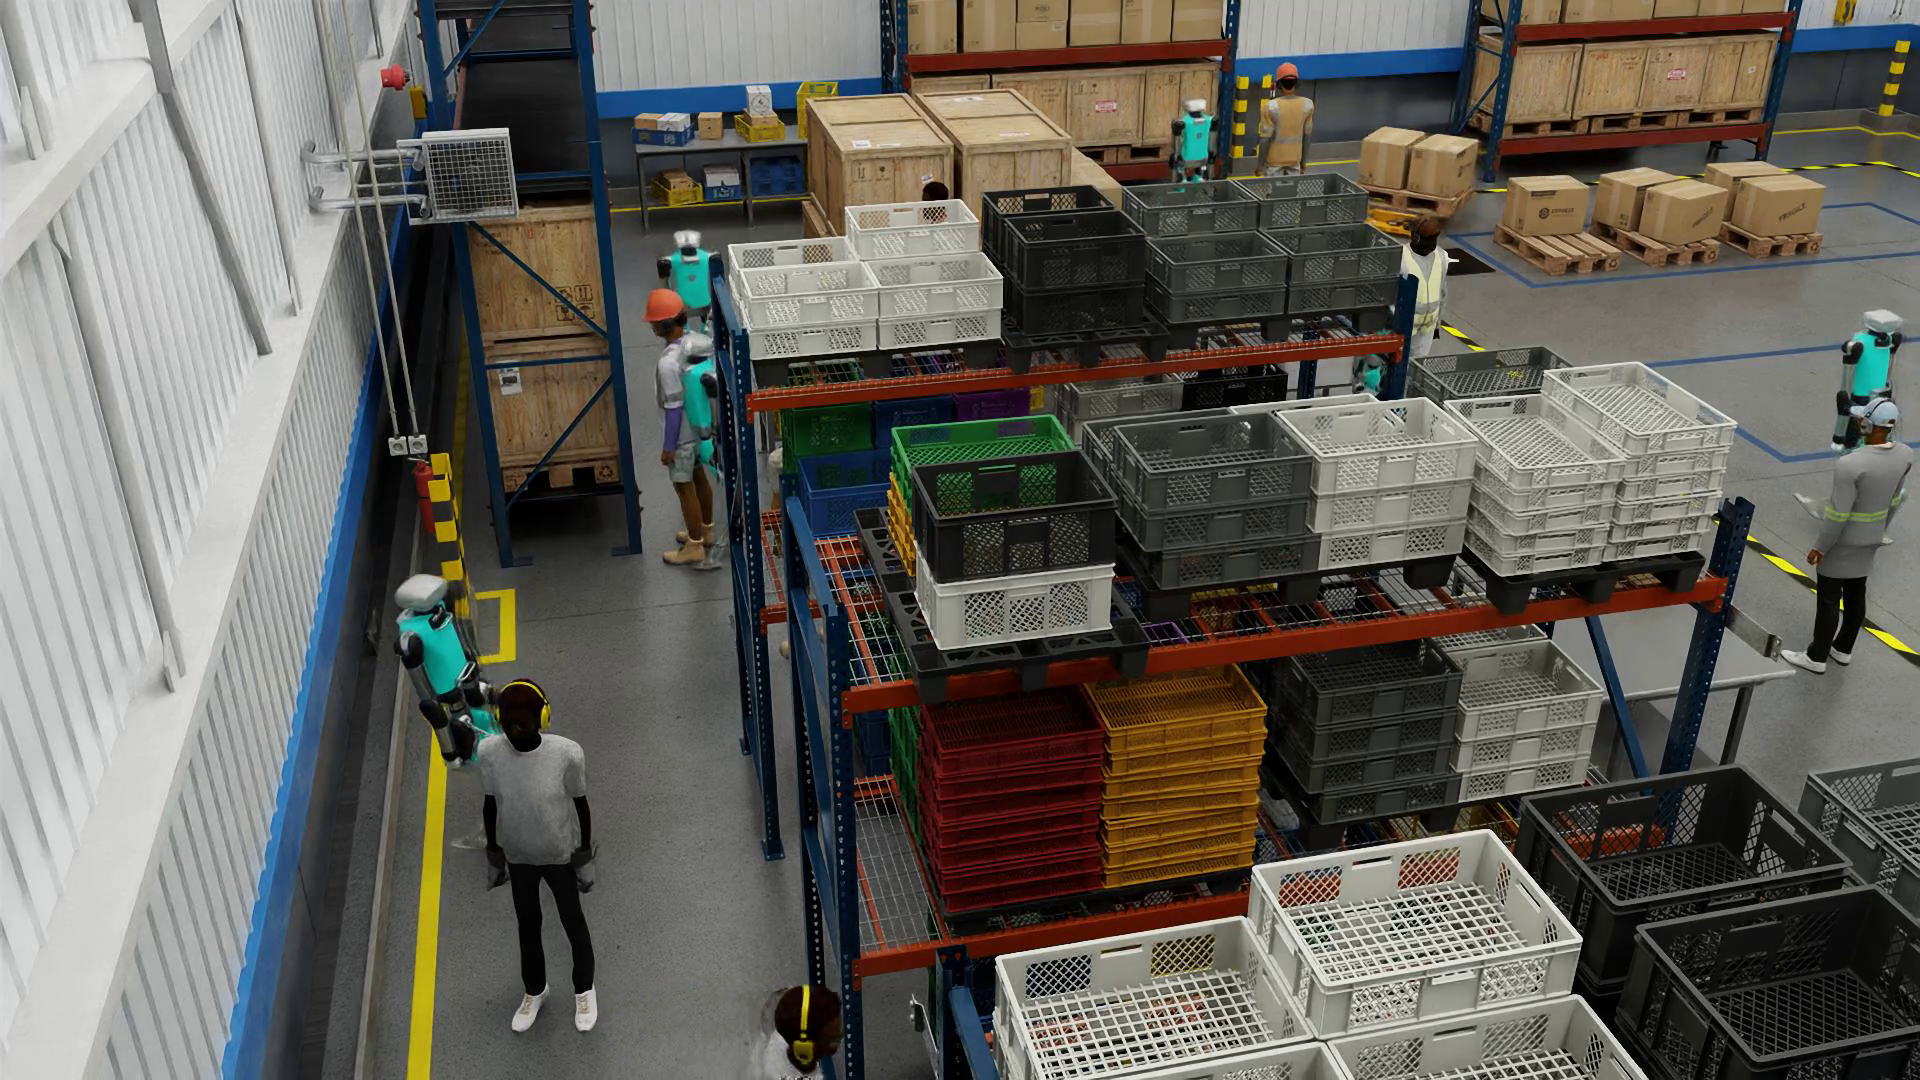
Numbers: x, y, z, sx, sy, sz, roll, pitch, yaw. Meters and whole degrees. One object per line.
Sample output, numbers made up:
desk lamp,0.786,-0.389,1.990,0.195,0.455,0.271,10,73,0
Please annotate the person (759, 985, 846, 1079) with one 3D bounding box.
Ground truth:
person,-0.621,2.324,5.963,0.902,1.832,0.526,-2,28,-4

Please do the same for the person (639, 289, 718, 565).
person,-1.976,-0.790,11.656,0.414,2.034,0.628,5,28,9

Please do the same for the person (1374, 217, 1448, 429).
person,3.724,-1.774,13.738,0.622,1.837,0.429,-9,29,-17

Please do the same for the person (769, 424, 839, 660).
person,-0.955,-0.069,10.502,0.500,1.837,0.346,-17,32,-29

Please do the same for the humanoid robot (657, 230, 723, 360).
humanoid robot,-2.230,-1.800,13.888,0.538,1.726,1.014,-7,29,-13

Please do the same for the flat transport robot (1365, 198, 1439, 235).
flat transport robot,5.222,-3.840,19.302,0.652,0.197,1.431,16,32,28

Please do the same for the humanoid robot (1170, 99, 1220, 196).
humanoid robot,2.417,-3.932,17.971,0.553,1.752,1.046,-8,29,-15

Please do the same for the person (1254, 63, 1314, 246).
person,3.463,-4.107,17.952,0.607,2.031,0.406,-7,29,-13

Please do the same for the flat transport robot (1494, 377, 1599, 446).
flat transport robot,4.780,-1.036,14.013,0.659,0.231,1.431,-6,28,-12

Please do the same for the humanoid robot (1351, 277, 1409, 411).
humanoid robot,3.340,-1.262,12.857,1.015,1.729,0.553,-10,29,-19

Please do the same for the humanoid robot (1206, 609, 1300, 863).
humanoid robot,1.512,1.057,8.564,0.725,1.631,0.600,-3,28,-5

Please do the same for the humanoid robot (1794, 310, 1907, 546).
humanoid robot,6.557,-0.739,11.870,0.536,1.733,1.031,-14,31,-25

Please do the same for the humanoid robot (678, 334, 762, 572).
humanoid robot,-1.613,-0.660,11.721,0.775,1.766,0.542,-22,35,-36

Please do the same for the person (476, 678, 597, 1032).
person,-1.917,1.449,7.575,0.507,1.876,0.328,0,28,1

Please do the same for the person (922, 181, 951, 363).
person,-0.178,-2.146,14.353,0.389,1.916,0.592,-3,28,-6

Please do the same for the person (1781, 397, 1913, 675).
person,5.552,-0.034,10.412,0.595,1.850,0.398,-12,30,-21

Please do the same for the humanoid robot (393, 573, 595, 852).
humanoid robot,-2.314,0.987,8.638,0.998,1.759,0.574,3,28,6
